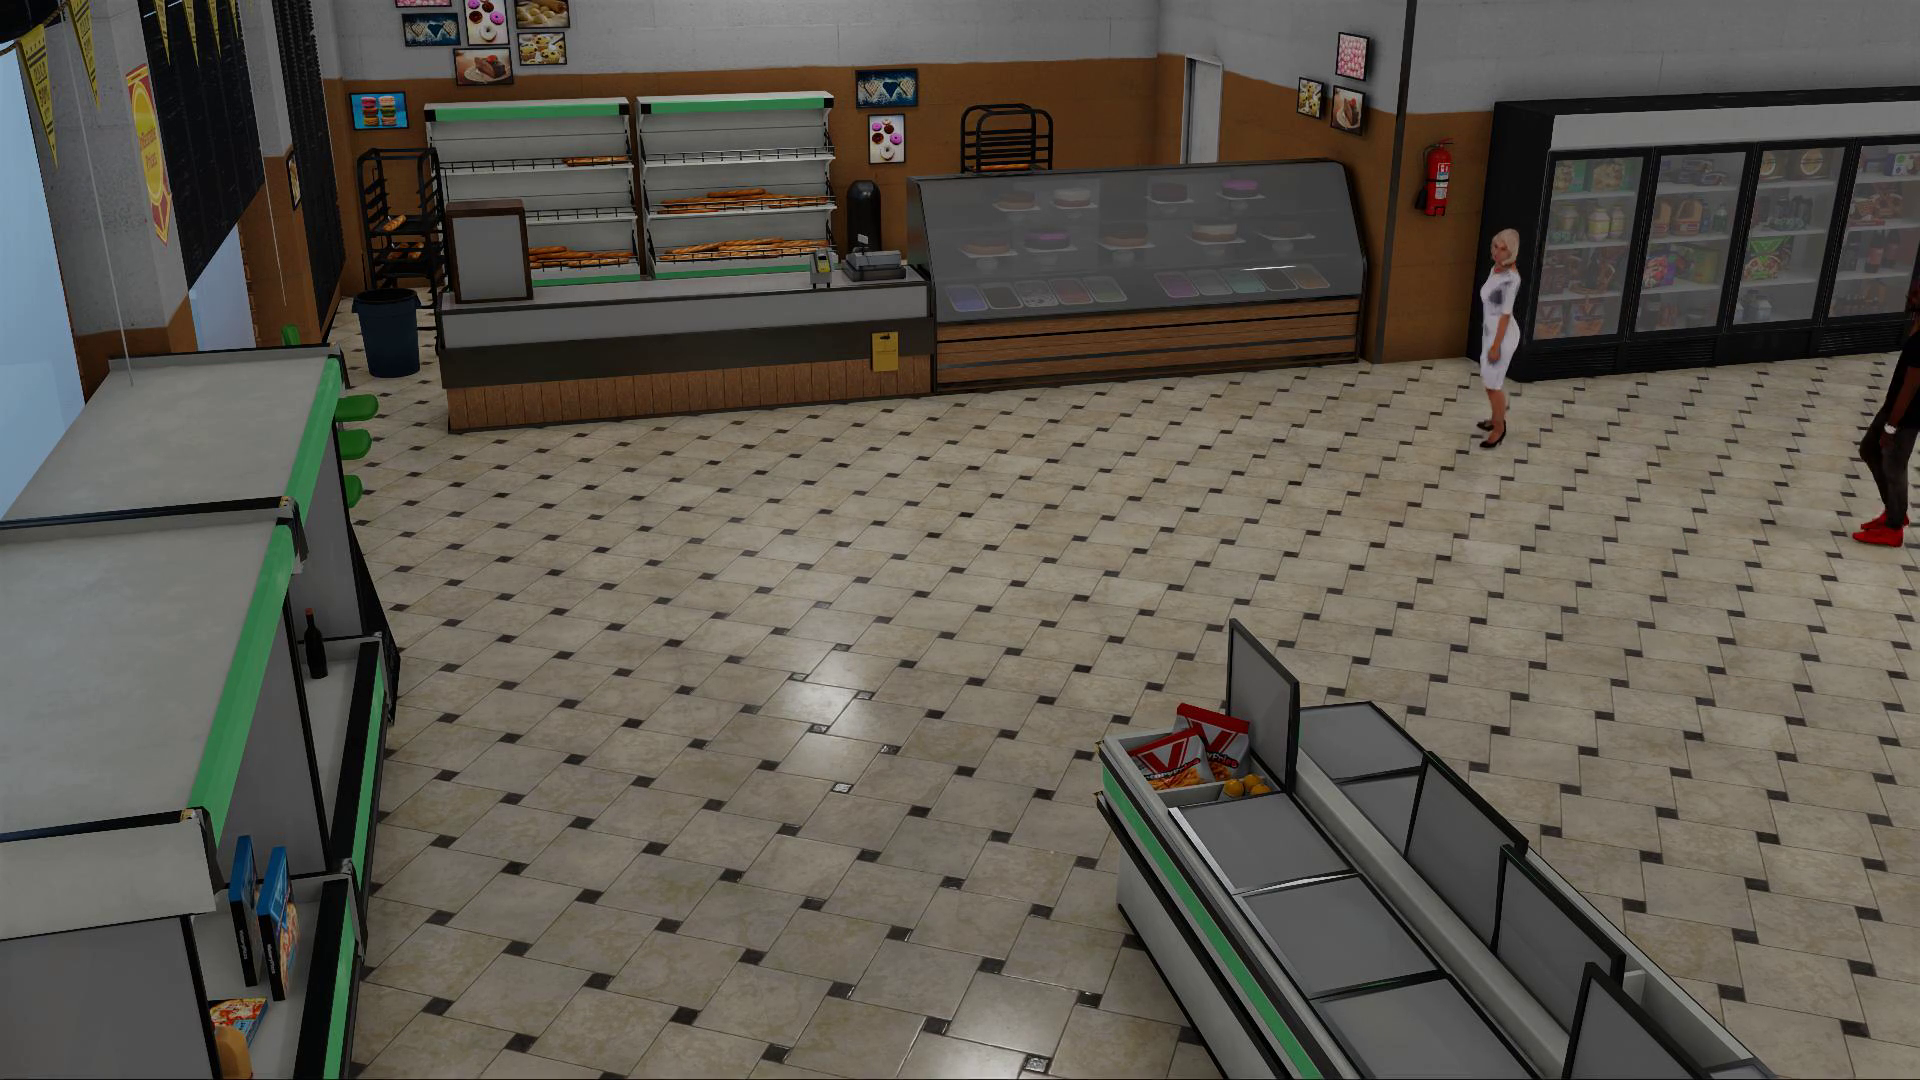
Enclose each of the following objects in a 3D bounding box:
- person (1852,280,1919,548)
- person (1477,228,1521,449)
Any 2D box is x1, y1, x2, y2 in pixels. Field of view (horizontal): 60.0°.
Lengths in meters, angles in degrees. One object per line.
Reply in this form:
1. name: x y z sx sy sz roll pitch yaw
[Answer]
1. person: 6.216 -0.802 10.760 0.837 1.792 0.771 12 25 26
2. person: 4.145 -1.534 12.687 0.872 1.713 0.665 5 22 13
